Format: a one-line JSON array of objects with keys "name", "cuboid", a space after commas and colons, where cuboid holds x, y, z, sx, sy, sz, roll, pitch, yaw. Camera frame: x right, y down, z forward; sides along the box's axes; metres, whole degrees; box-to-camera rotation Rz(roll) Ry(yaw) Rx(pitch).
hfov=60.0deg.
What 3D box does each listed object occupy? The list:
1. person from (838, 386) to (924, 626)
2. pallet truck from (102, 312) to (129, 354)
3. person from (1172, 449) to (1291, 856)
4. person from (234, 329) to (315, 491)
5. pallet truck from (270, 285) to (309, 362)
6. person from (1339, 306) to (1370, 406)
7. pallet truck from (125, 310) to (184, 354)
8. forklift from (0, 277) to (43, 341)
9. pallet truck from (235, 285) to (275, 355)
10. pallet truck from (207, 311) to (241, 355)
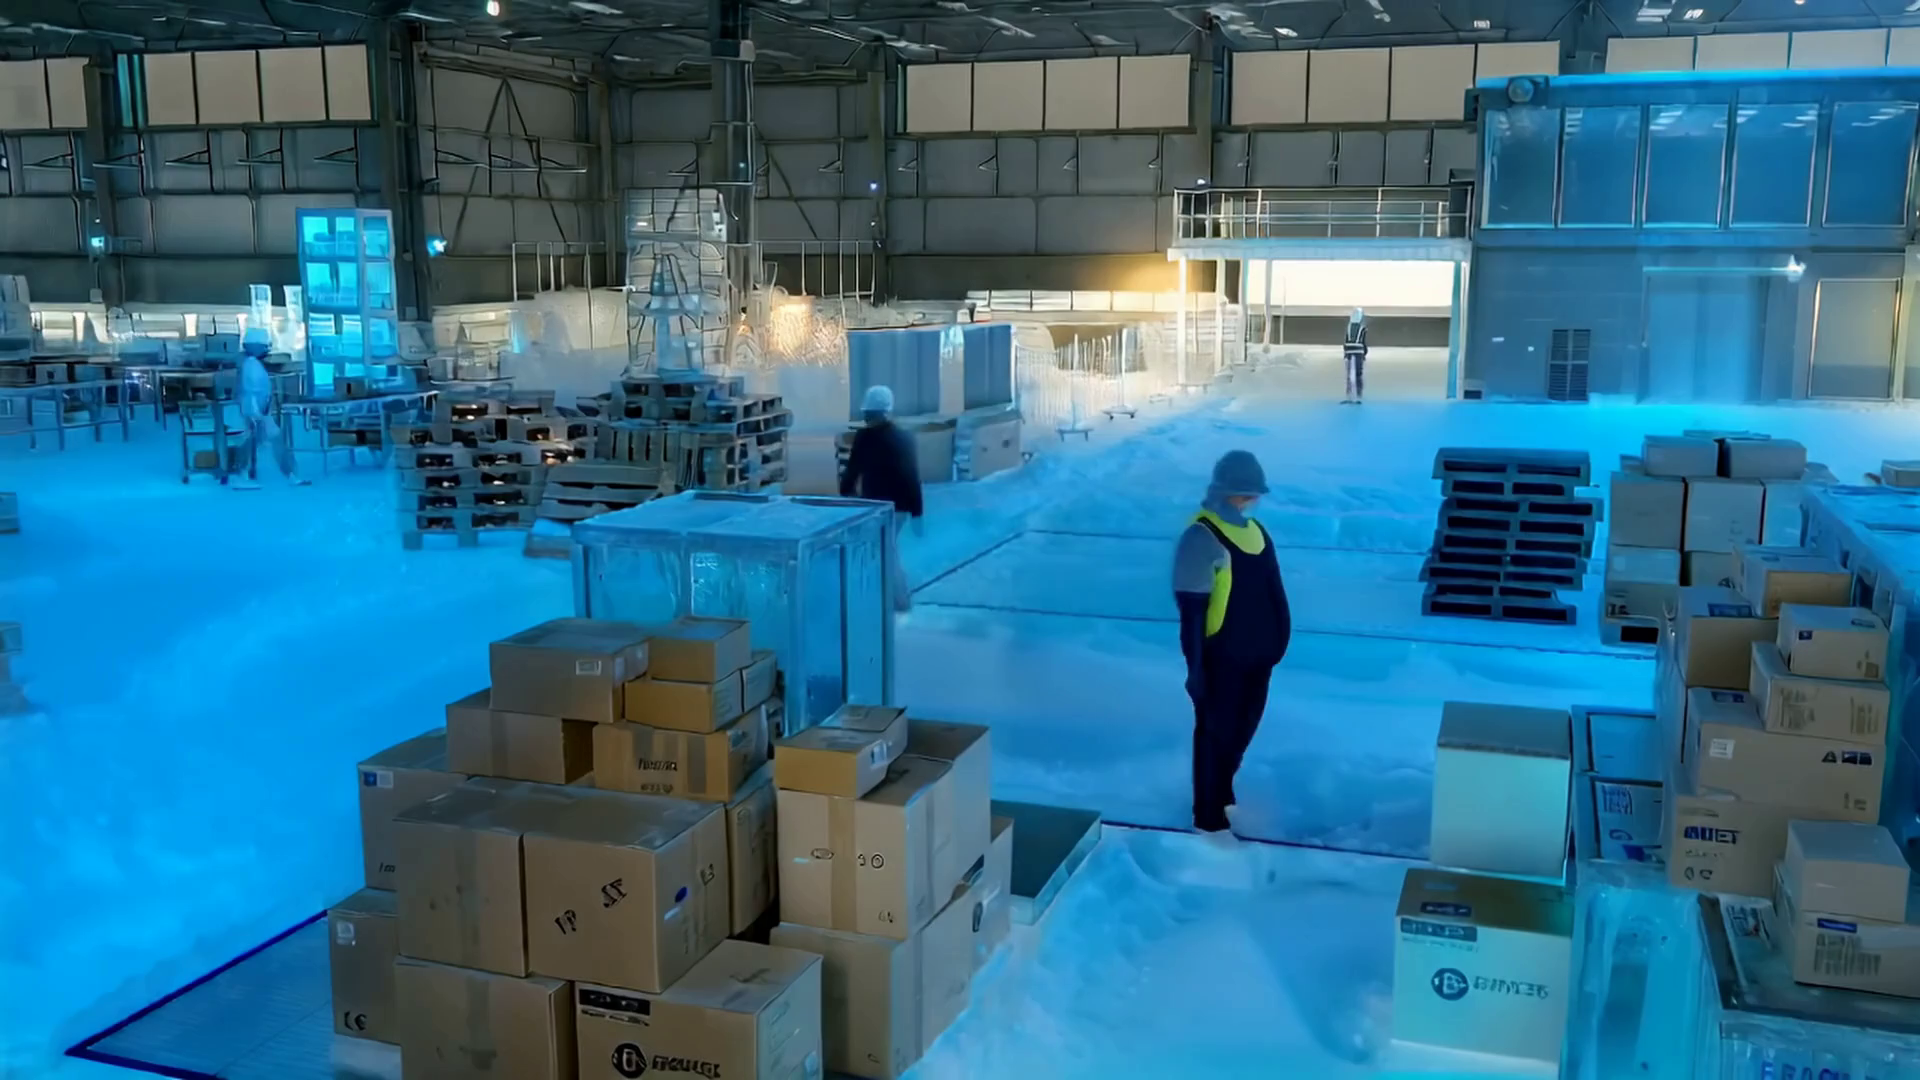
[{"name": "person", "cuboid": [-0.669, -0.225, 12.966, 1.030, 1.938, 0.610, -10, 14, -44]}, {"name": "pallet truck", "cuboid": [-23.057, -5.777, 46.261, 0.680, 1.201, 1.601, 3, 11, 19]}, {"name": "person", "cuboid": [1.403, 0.539, 8.406, 0.537, 2.000, 0.687, 8, 13, 39]}, {"name": "person", "cuboid": [-8.533, -1.590, 20.527, 1.025, 1.990, 0.631, -4, 11, -22]}, {"name": "pallet truck", "cuboid": [-17.147, -5.700, 43.663, 0.823, 1.965, 1.885, 3, 11, 17]}, {"name": "person", "cuboid": [7.474, -3.480, 31.481, 0.355, 1.885, 0.575, -7, 12, -36]}, {"name": "pallet truck", "cuboid": [-22.038, -5.665, 45.457, 0.704, 1.261, 1.522, 3, 11, 17]}, {"name": "forklift", "cuboid": [-27.151, -6.329, 46.328, 1.157, 1.987, 2.680, 3, 11, 17]}, {"name": "pallet truck", "cuboid": [-18.327, -5.835, 44.421, 0.823, 1.965, 1.885, 4, 11, 23]}, {"name": "pallet truck", "cuboid": [-19.537, -5.575, 44.913, 0.653, 1.274, 1.630, 3, 11, 19]}]
